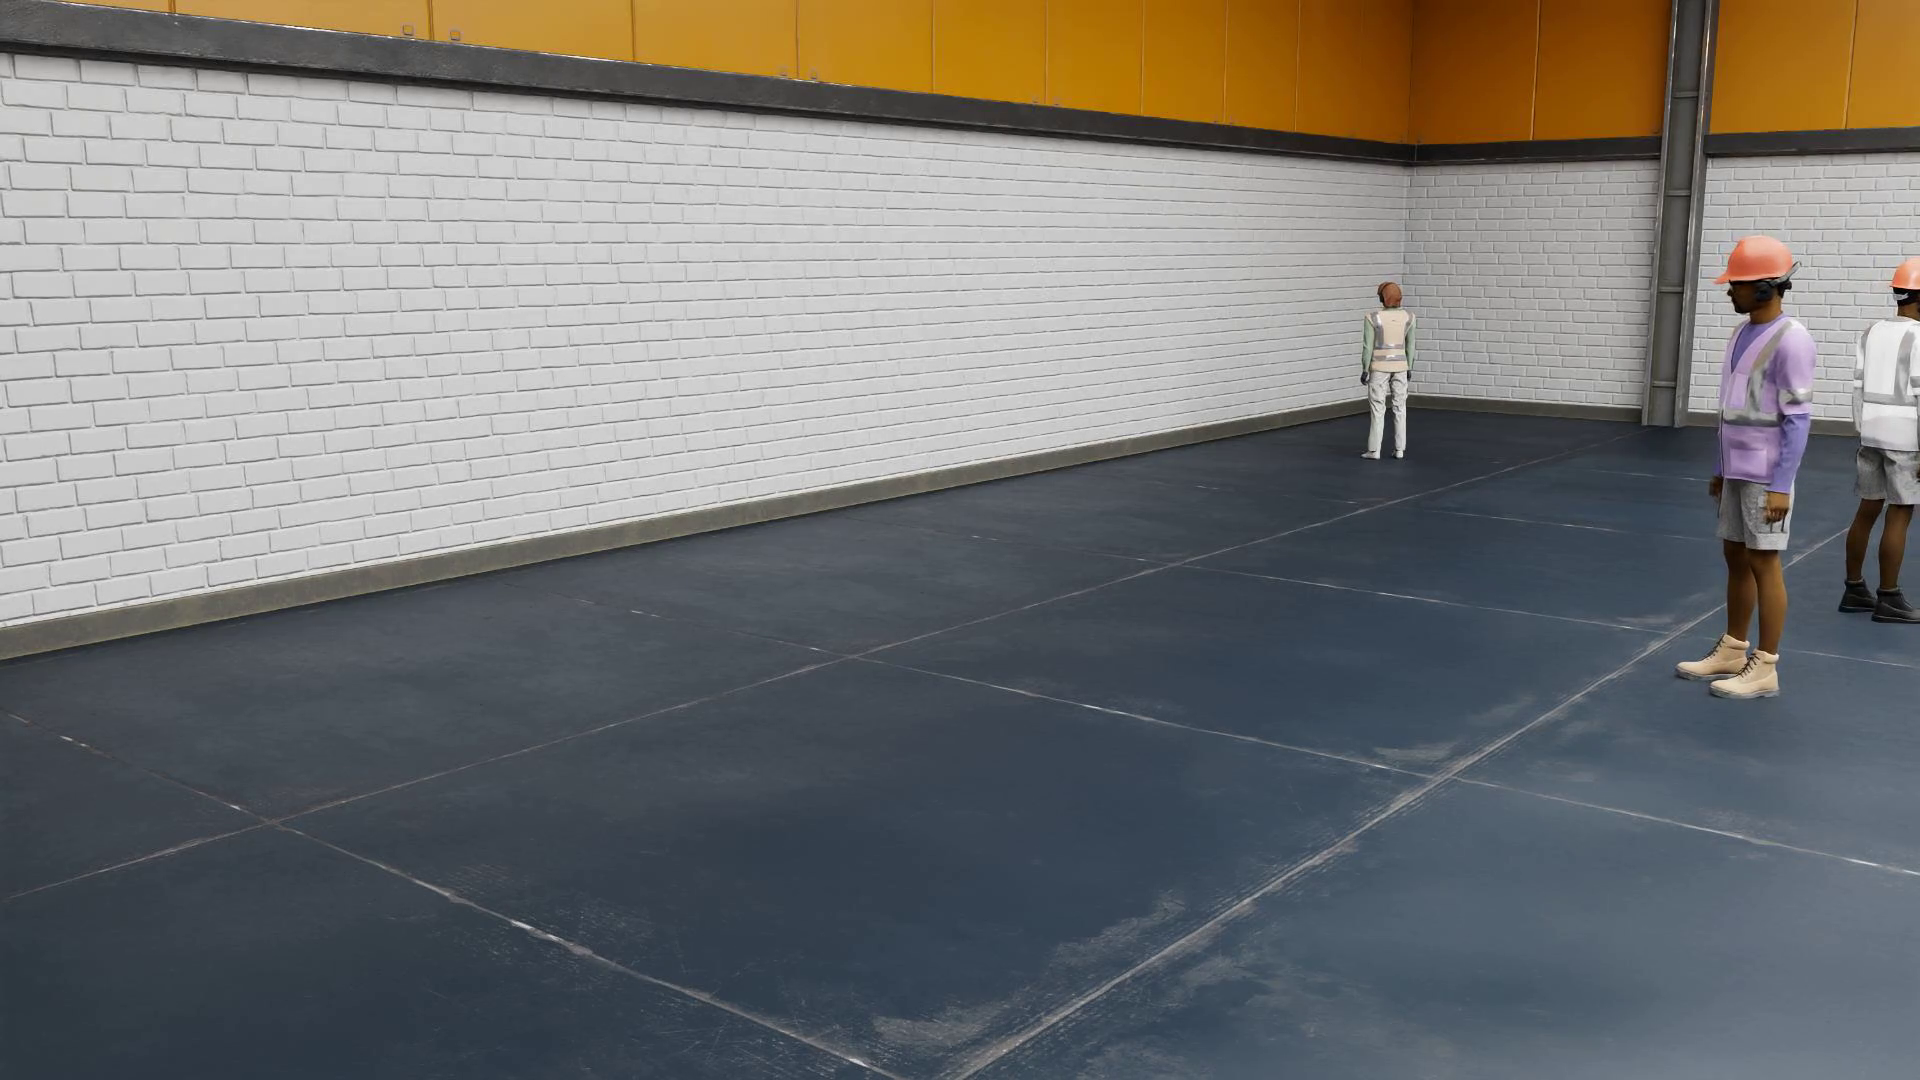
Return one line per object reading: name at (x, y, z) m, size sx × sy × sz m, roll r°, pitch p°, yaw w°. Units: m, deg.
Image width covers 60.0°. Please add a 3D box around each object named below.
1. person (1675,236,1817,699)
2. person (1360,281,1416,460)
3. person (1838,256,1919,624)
person at (3.496, -0.312, 7.369) m, size 0.395 × 2.039 × 0.607 m, roll 0°, pitch 10°, yaw 1°
person at (3.940, -1.550, 15.318) m, size 0.513 × 1.645 × 0.307 m, roll -2°, pitch 10°, yaw -11°
person at (5.004, -0.530, 8.853) m, size 0.375 × 1.935 × 0.551 m, roll -2°, pitch 10°, yaw -10°
